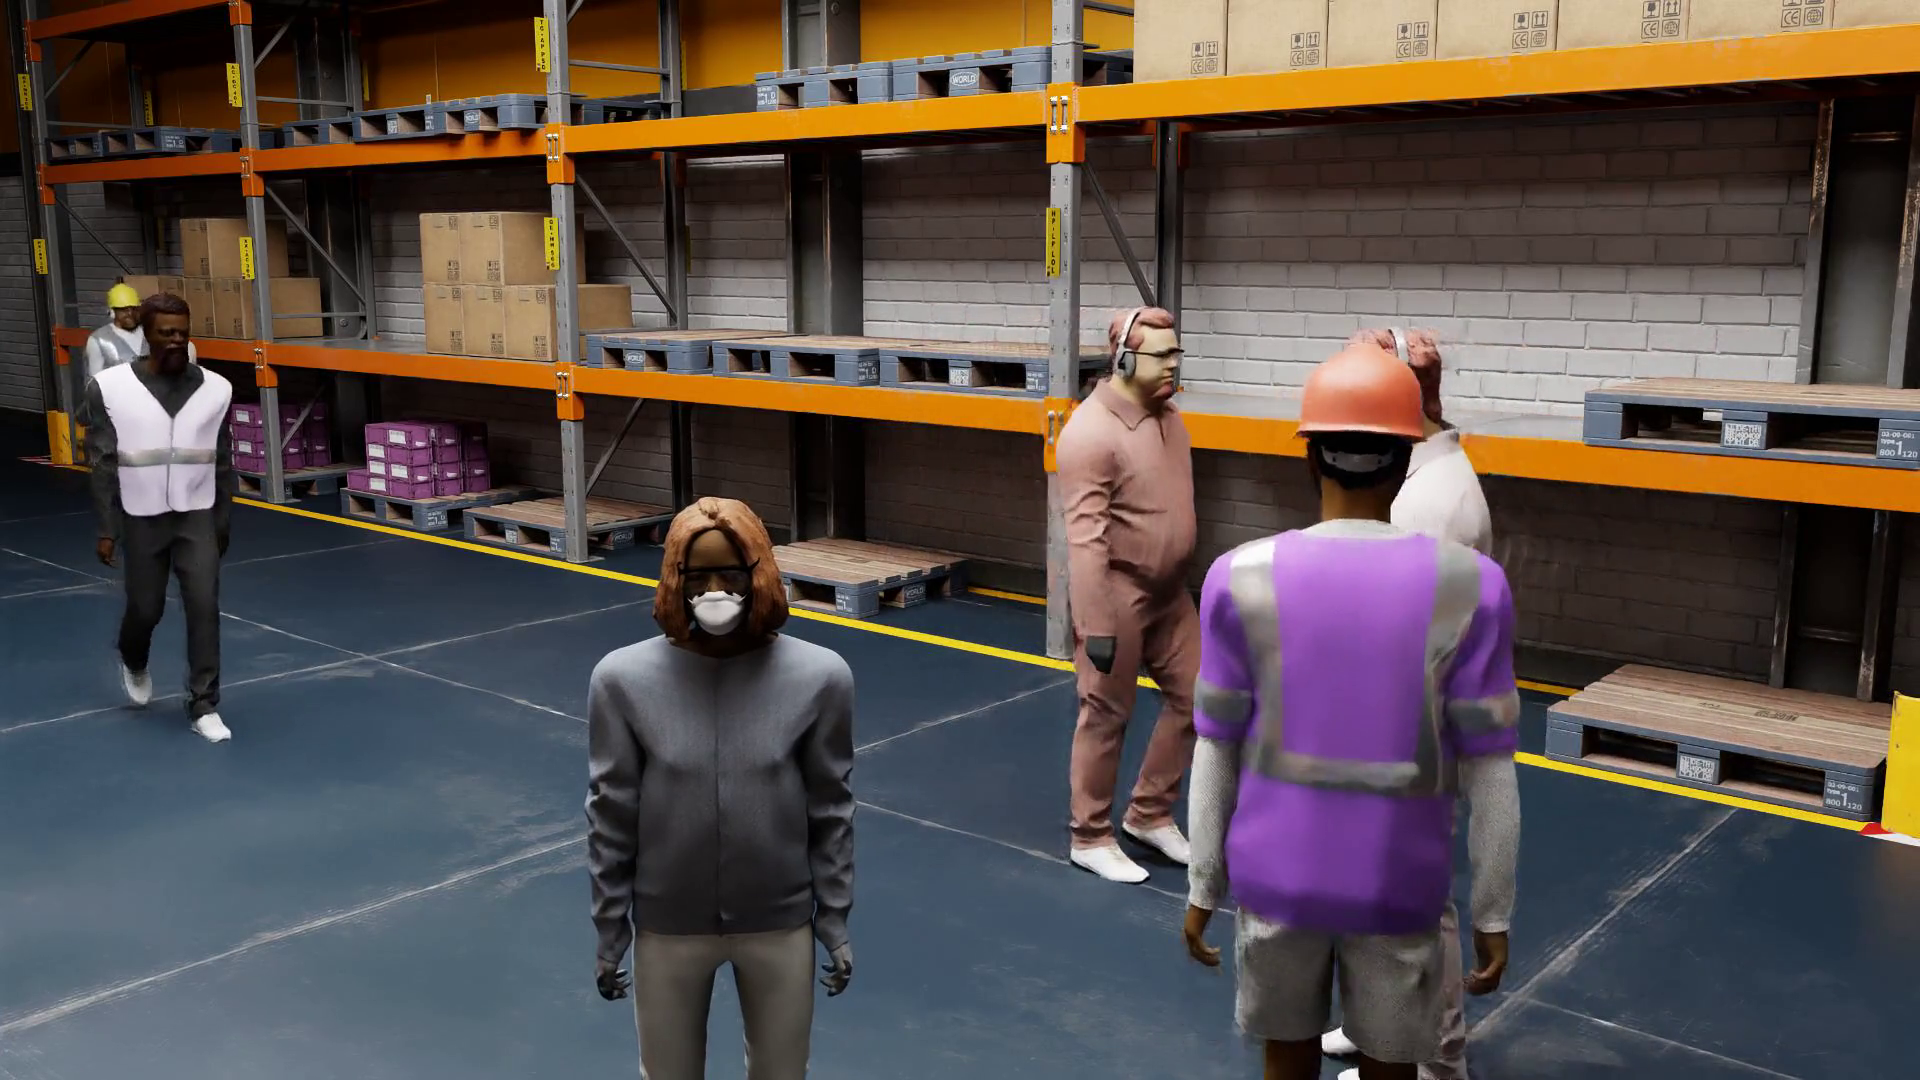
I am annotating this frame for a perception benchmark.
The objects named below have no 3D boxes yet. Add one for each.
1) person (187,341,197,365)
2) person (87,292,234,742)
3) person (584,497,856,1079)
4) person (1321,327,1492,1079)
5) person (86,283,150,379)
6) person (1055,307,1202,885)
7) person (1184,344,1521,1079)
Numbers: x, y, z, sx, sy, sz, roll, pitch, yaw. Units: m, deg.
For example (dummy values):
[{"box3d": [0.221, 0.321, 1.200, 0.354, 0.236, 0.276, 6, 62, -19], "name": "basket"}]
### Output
[{"box3d": [-6.219, -1.021, 13.051, 0.504, 1.632, 0.269, -8, 12, -37], "name": "person"}, {"box3d": [-3.415, -0.112, 7.123, 0.606, 1.897, 0.756, -9, 13, -40], "name": "person"}, {"box3d": [-0.437, 0.727, 3.101, 0.499, 1.633, 0.286, -2, 10, -10], "name": "person"}, {"box3d": [1.019, 0.440, 3.994, 0.541, 1.886, 0.675, 2, 10, 13], "name": "person"}, {"box3d": [-6.361, -1.061, 12.763, 0.660, 1.815, 0.589, 9, 13, 41], "name": "person"}, {"box3d": [0.602, 0.199, 5.376, 0.562, 1.885, 0.683, 7, 12, 36], "name": "person"}, {"box3d": [0.685, 0.614, 2.961, 0.587, 1.911, 0.645, 2, 10, 14], "name": "person"}]
